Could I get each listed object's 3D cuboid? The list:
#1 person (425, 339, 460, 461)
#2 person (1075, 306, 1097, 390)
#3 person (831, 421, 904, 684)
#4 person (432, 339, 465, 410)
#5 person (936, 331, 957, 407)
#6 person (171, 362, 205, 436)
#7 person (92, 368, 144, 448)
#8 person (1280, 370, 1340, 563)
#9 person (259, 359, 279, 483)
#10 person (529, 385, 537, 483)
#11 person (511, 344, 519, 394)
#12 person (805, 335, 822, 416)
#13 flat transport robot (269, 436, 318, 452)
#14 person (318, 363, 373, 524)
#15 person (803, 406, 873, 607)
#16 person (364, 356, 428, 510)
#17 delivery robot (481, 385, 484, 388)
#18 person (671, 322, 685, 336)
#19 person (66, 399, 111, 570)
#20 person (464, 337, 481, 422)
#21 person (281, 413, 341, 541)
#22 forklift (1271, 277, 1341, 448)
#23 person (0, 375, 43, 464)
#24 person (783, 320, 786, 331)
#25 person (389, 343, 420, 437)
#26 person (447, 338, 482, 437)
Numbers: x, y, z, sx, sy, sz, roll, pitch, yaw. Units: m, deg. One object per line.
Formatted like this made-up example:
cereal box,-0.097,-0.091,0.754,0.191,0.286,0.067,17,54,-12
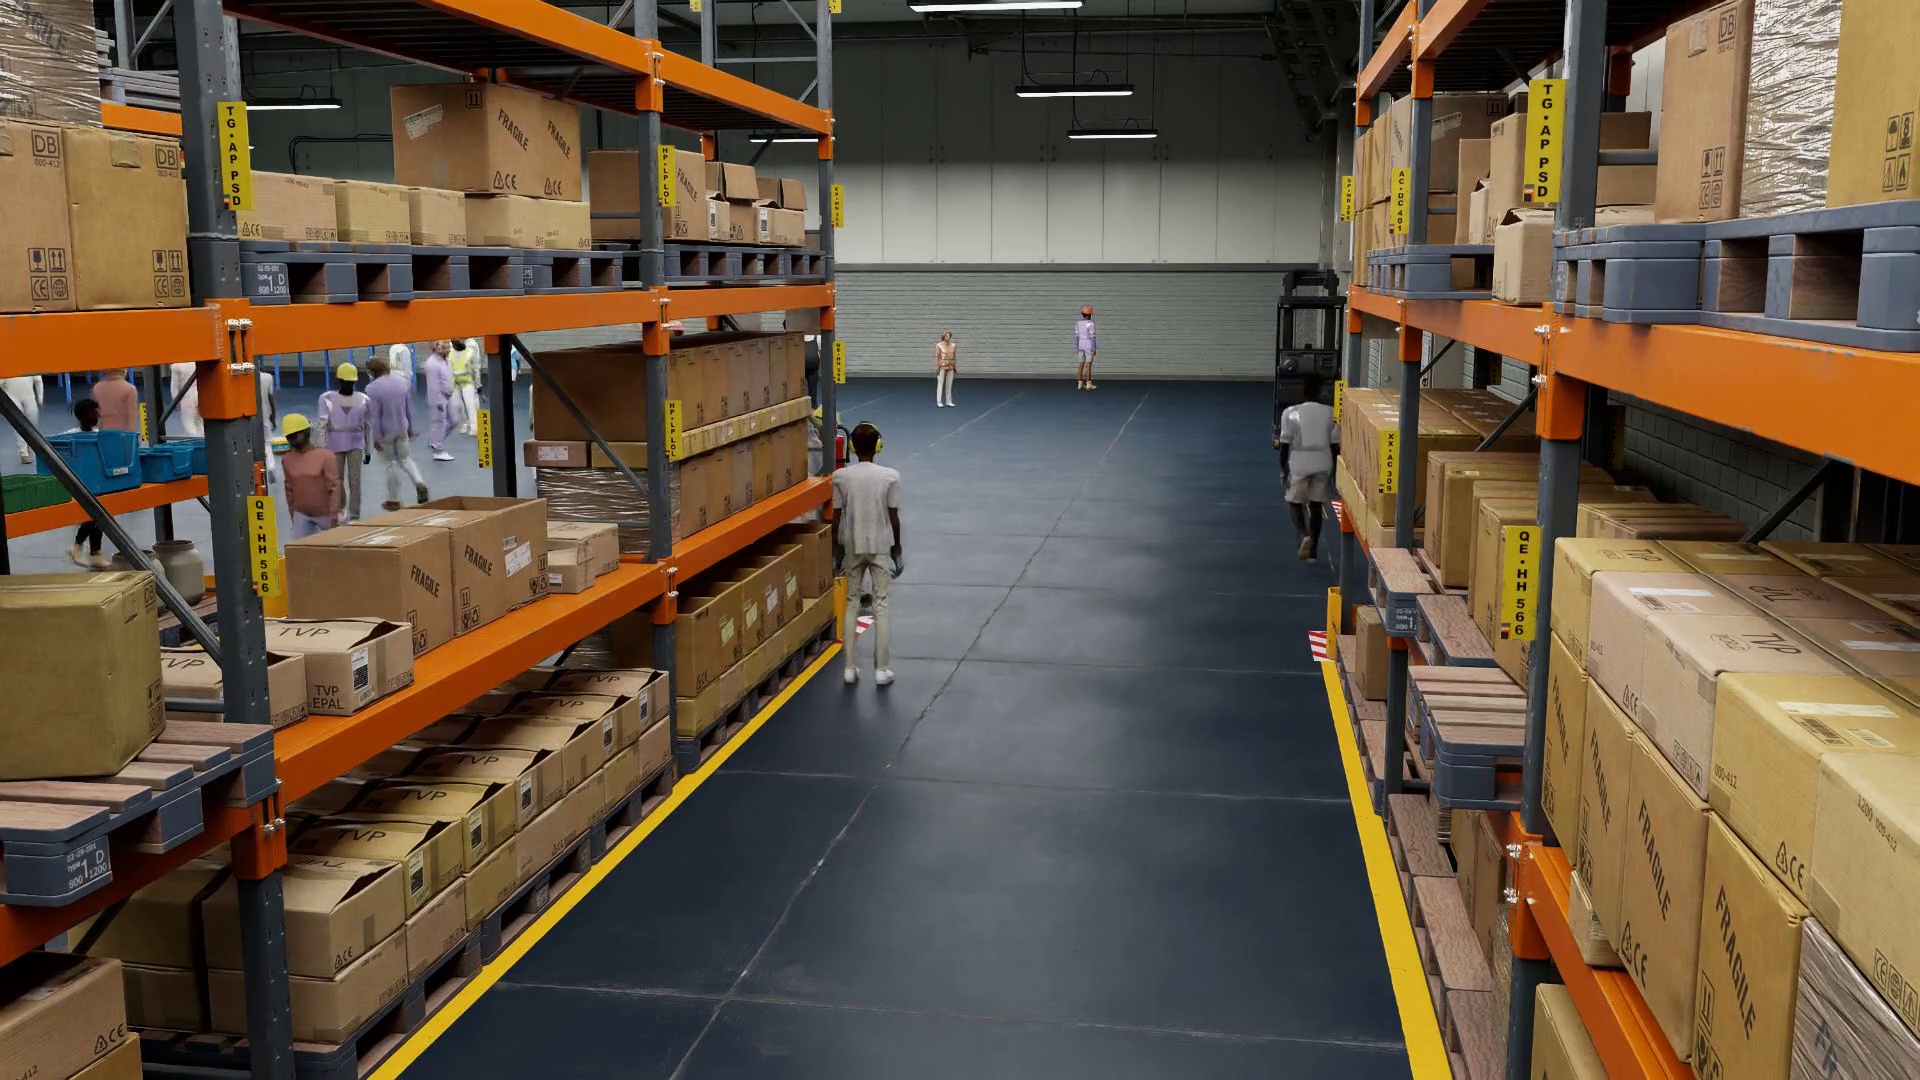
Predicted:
person,-7.989,-2.172,25.688,0.419,1.887,0.636,1,9,8
person,3.123,-4.739,41.031,0.378,2.045,0.605,-9,13,-43
person,-0.657,0.091,11.797,0.522,1.869,0.359,1,9,7
person,-10.597,-3.541,34.449,0.645,1.790,0.971,1,9,7
person,-0.301,-3.677,35.738,0.523,1.636,0.310,-6,11,-34
person,-11.925,-2.205,25.909,0.656,1.885,0.756,-9,13,-42
person,-10.329,-1.303,20.364,0.651,1.881,0.857,3,10,18
person,3.484,-0.714,16.527,0.614,1.949,0.624,0,9,0
person,-9.501,-1.636,22.490,0.538,1.852,0.455,-6,11,-34
person,-5.646,-1.575,22.784,0.534,1.631,0.324,2,9,12
person,-9.680,-3.680,35.693,0.541,1.671,0.737,1,9,5
person,-3.066,-3.471,33.354,0.675,2.000,0.537,-2,10,-15
flat transport robot,-11.147,-1.518,26.752,0.652,0.197,1.431,5,11,29
person,-6.996,-1.082,18.956,0.596,1.893,0.851,-4,10,-23
person,-1.156,-0.293,14.455,0.943,1.774,0.596,6,11,32
person,-6.868,-1.296,20.248,0.682,1.897,0.710,6,11,34
delivery robot,-10.912,-3.494,36.979,0.335,0.223,0.698,6,11,31
person,-5.660,-3.440,33.483,0.995,1.889,0.563,-5,11,-29
person,-8.469,-0.539,16.210,0.362,1.681,0.548,2,9,12
person,-9.266,-3.136,31.443,0.403,1.945,0.614,-3,10,-17
person,-5.472,-0.242,14.245,0.541,1.734,0.687,1,9,6
forklift,5.847,-3.016,27.970,1.129,2.768,1.873,1,9,9
person,-14.379,-2.149,25.445,0.633,1.922,0.640,-7,12,-38
person,-4.323,-4.669,41.666,0.539,1.698,0.317,-2,9,-11
person,-9.861,-2.805,29.412,0.402,1.944,0.605,-9,13,-43
person,-8.814,-2.772,29.622,0.643,1.814,0.559,2,10,14
